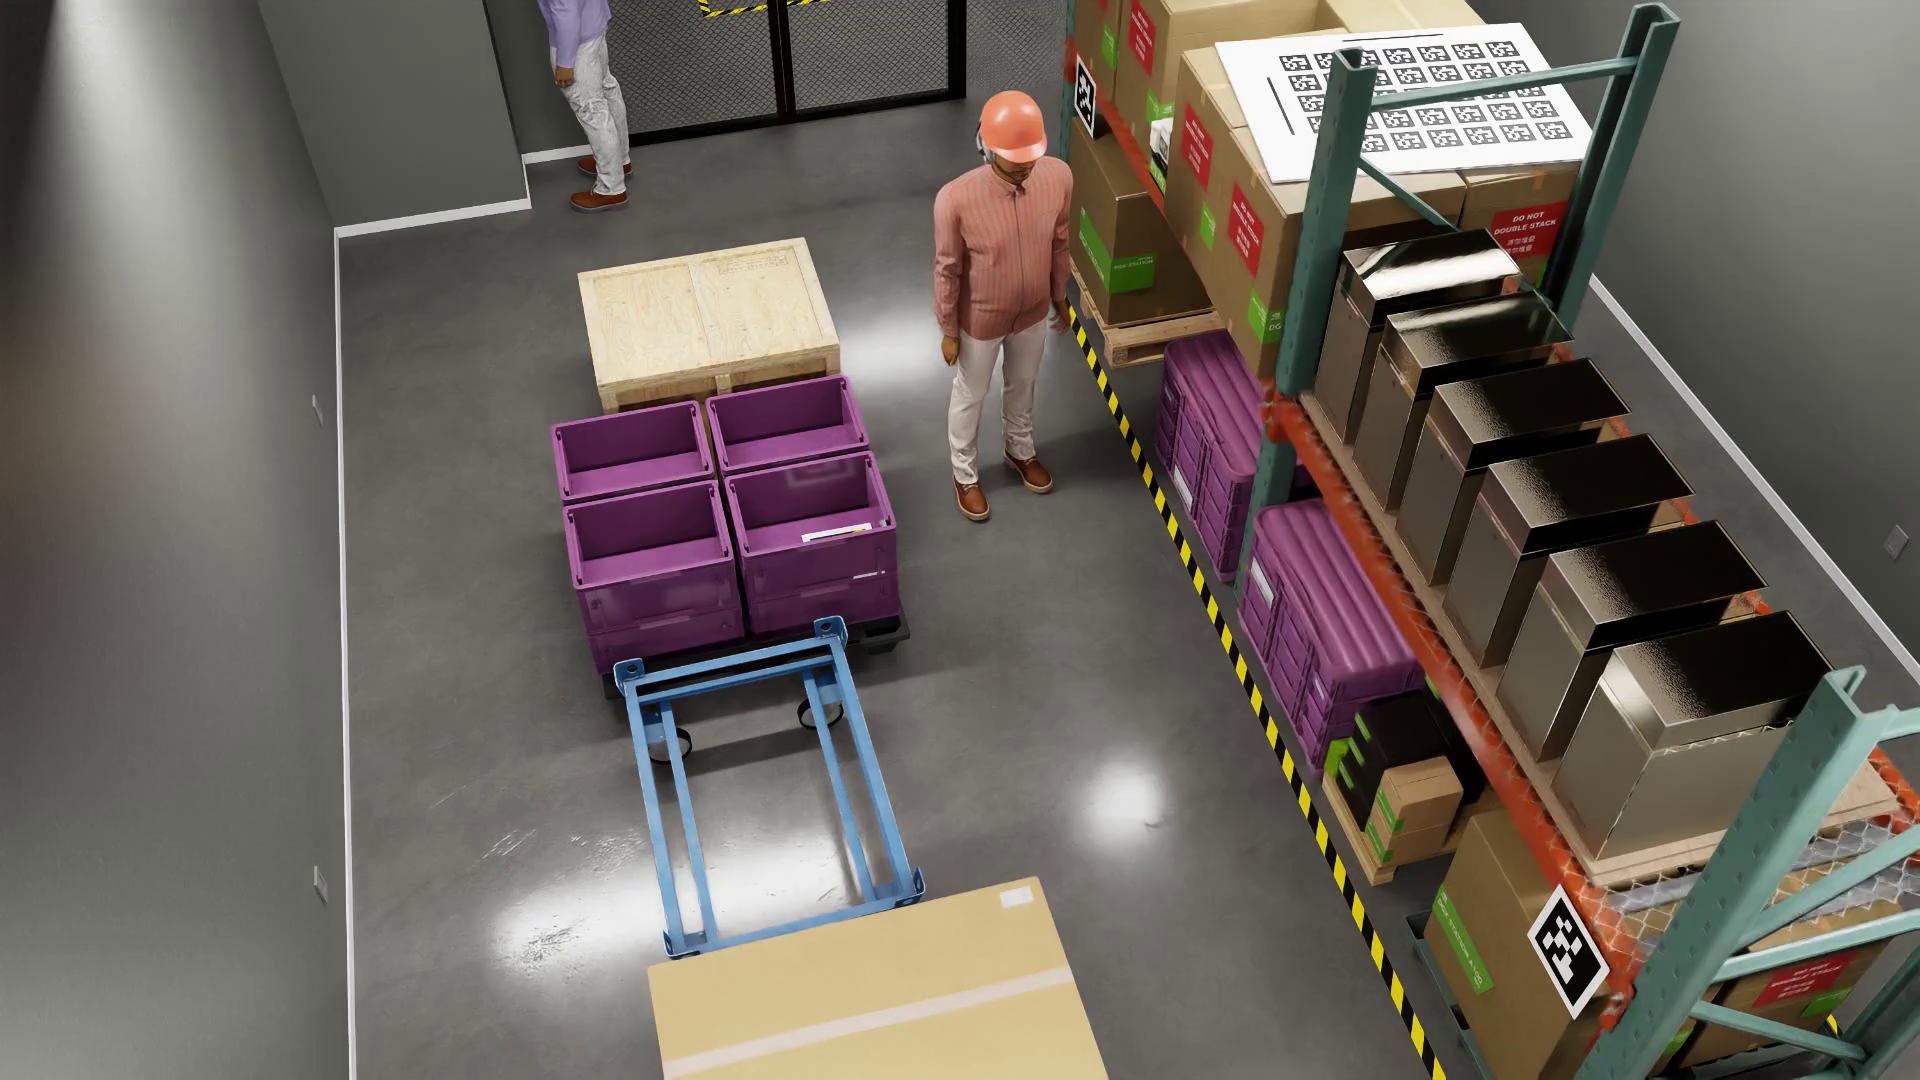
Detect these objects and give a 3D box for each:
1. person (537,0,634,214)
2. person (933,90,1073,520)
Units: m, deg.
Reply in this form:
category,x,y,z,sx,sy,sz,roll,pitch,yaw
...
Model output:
category,x,y,z,sx,sy,sz,roll,pitch,yaw
person,-1.896,-2.514,8.195,0.354,1.937,0.635,1,47,1
person,0.181,-0.927,6.701,0.608,1.995,0.377,-22,51,-19
